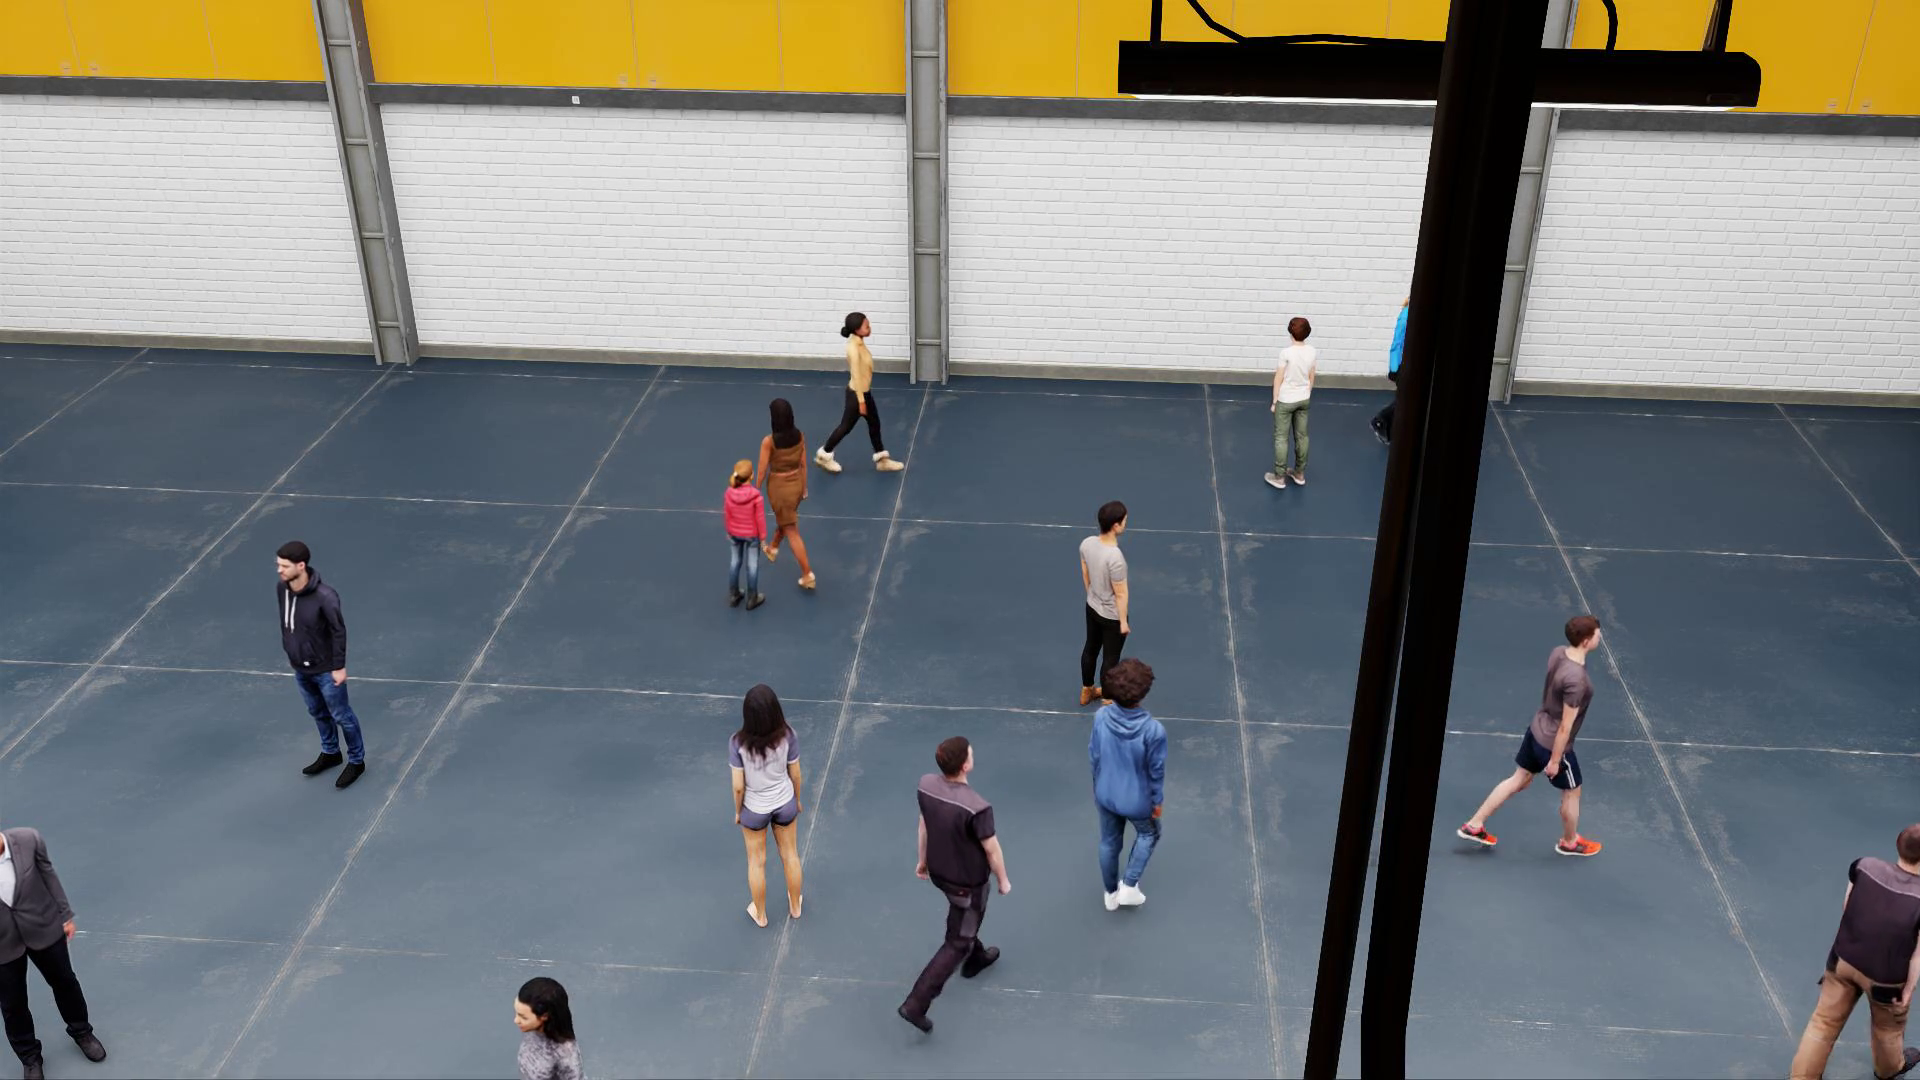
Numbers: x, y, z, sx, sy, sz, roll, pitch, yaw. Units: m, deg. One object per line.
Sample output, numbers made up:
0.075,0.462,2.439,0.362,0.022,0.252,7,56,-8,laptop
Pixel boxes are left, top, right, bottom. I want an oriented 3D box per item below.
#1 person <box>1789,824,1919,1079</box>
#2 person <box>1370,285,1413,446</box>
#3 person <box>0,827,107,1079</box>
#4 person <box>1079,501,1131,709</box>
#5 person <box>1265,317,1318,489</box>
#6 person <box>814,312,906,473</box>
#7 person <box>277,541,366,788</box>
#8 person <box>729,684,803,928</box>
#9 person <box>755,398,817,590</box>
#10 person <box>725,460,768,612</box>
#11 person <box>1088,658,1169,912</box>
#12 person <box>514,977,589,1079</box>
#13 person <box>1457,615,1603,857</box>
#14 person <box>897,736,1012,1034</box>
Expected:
4.796,2.303,8.872,1.182,1.803,1.067,-17,33,-29,person
4.292,-1.731,16.281,0.797,1.789,0.856,-25,37,-38,person
-5.145,2.158,9.098,0.797,1.842,0.851,-23,36,-36,person
1.069,0.503,12.266,0.719,1.712,0.686,-17,33,-28,person
3.131,-1.297,15.631,0.595,1.650,0.691,-10,30,-17,person
-1.052,-1.367,15.783,1.083,1.628,0.603,2,29,4,person
-4.422,0.826,11.484,0.654,1.894,0.809,14,32,24,person
-1.176,1.626,10.186,0.581,1.734,0.713,-9,30,-17,person
-1.412,-0.340,13.888,1.010,1.639,1.099,-24,37,-36,person
-1.785,-0.035,13.674,0.489,1.310,0.614,9,30,16,person
0.988,1.573,10.214,0.731,1.798,0.855,16,32,27,person
-1.870,2.759,8.124,0.887,1.719,0.826,-25,37,-37,person
3.712,1.301,10.705,1.206,1.808,0.739,-1,29,-2,person
-0.060,1.964,9.478,1.230,1.817,1.184,-23,36,-36,person
